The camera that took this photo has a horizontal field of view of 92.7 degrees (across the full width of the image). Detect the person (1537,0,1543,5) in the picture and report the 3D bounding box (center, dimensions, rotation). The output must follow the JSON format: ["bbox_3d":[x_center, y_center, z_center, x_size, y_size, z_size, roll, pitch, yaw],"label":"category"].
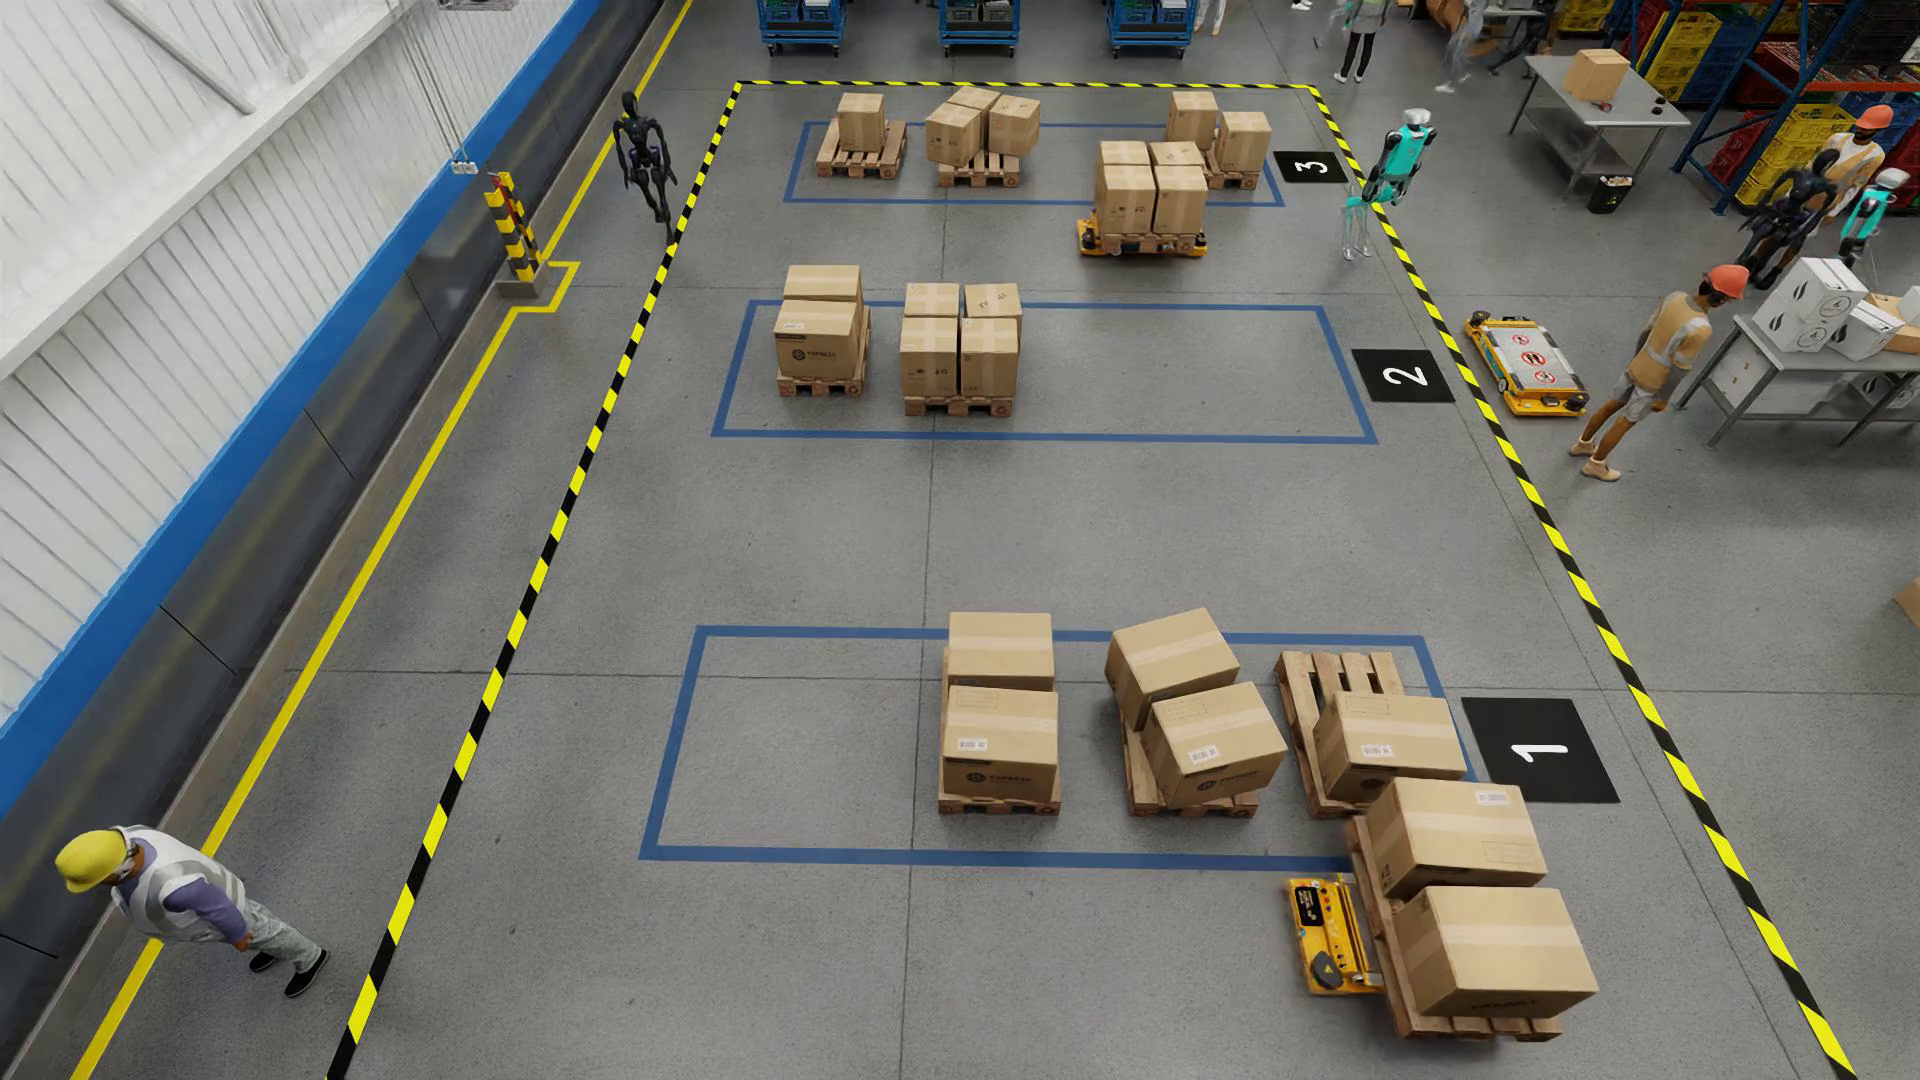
[{"bbox_3d":[9.977,-9.742,14.925,0.863,1.831,0.553,4,49,3],"label":"person"}]

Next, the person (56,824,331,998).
[{"bbox_3d":[-3.975,1.947,4.820,0.587,1.822,0.403,23,53,19],"label":"person"}]

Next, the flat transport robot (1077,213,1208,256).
[{"bbox_3d":[2.102,-3.555,10.592,1.431,0.197,0.652,1,49,1],"label":"flat transport robot"}]

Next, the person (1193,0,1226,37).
[{"bbox_3d":[3.987,-8.785,14.098,0.622,1.843,0.429,23,53,18],"label":"person"}]

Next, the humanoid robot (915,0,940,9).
[{"bbox_3d":[-0.549,-9.539,14.858,0.439,1.650,0.609,27,54,21],"label":"humanoid robot"}]

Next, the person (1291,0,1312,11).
[{"bbox_3d":[5.769,-9.639,14.826,0.340,1.866,0.510,17,51,14],"label":"person"}]

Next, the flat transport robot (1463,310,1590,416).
[{"bbox_3d":[5.573,-1.757,9.054,0.659,0.231,1.431,1,49,1],"label":"flat transport robot"}]

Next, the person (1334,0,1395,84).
[{"bbox_3d":[5.759,-7.438,12.924,0.596,1.850,0.384,-2,49,-2],"label":"person"}]

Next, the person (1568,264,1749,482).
[{"bbox_3d":[5.712,-1.355,7.541,0.390,2.033,0.604,4,49,4],"label":"person"}]

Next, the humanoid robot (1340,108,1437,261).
[{"bbox_3d":[4.466,-3.854,9.809,0.533,1.677,0.735,-11,50,-9],"label":"humanoid robot"}]

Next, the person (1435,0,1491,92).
[{"bbox_3d":[7.066,-7.122,12.728,0.394,1.723,0.497,16,51,13],"label":"person"}]

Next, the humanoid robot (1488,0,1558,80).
[{"bbox_3d":[8.235,-7.430,13.075,0.738,1.641,0.593,12,50,10],"label":"humanoid robot"}]

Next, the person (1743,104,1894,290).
[{"bbox_3d":[8.834,-3.516,9.472,0.359,1.939,0.542,-22,53,-18],"label":"person"}]

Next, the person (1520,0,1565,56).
[{"bbox_3d":[8.906,-8.190,13.487,0.664,2.002,0.638,-32,56,-25],"label":"person"}]

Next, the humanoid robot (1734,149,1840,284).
[{"bbox_3d":[8.486,-3.269,9.472,0.755,1.634,0.605,-29,55,-23],"label":"humanoid robot"}]

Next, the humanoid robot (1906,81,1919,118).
[{"bbox_3d":[12.270,-5.655,11.475,0.854,1.794,0.543,12,50,10],"label":"humanoid robot"}]

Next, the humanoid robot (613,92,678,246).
[{"bbox_3d":[-3.493,-4.196,10.265,0.588,1.643,0.748,-8,50,-7],"label":"humanoid robot"}]

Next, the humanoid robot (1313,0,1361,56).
[{"bbox_3d":[5.840,-8.157,13.636,0.974,1.768,0.553,12,50,10],"label":"humanoid robot"}]

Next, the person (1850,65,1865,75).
[{"bbox_3d":[13.445,-7.689,13.145,0.346,1.847,0.507,8,50,7],"label":"person"}]

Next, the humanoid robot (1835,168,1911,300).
[{"bbox_3d":[8.670,-2.585,8.820,0.564,1.797,0.832,-35,58,-26],"label":"humanoid robot"}]

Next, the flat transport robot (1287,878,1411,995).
[{"bbox_3d":[2.761,2.352,5.479,1.431,0.197,0.652,1,49,1],"label":"flat transport robot"}]

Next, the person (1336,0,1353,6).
[{"bbox_3d":[6.563,-9.584,14.758,0.679,1.885,0.542,-24,53,-19],"label":"person"}]
